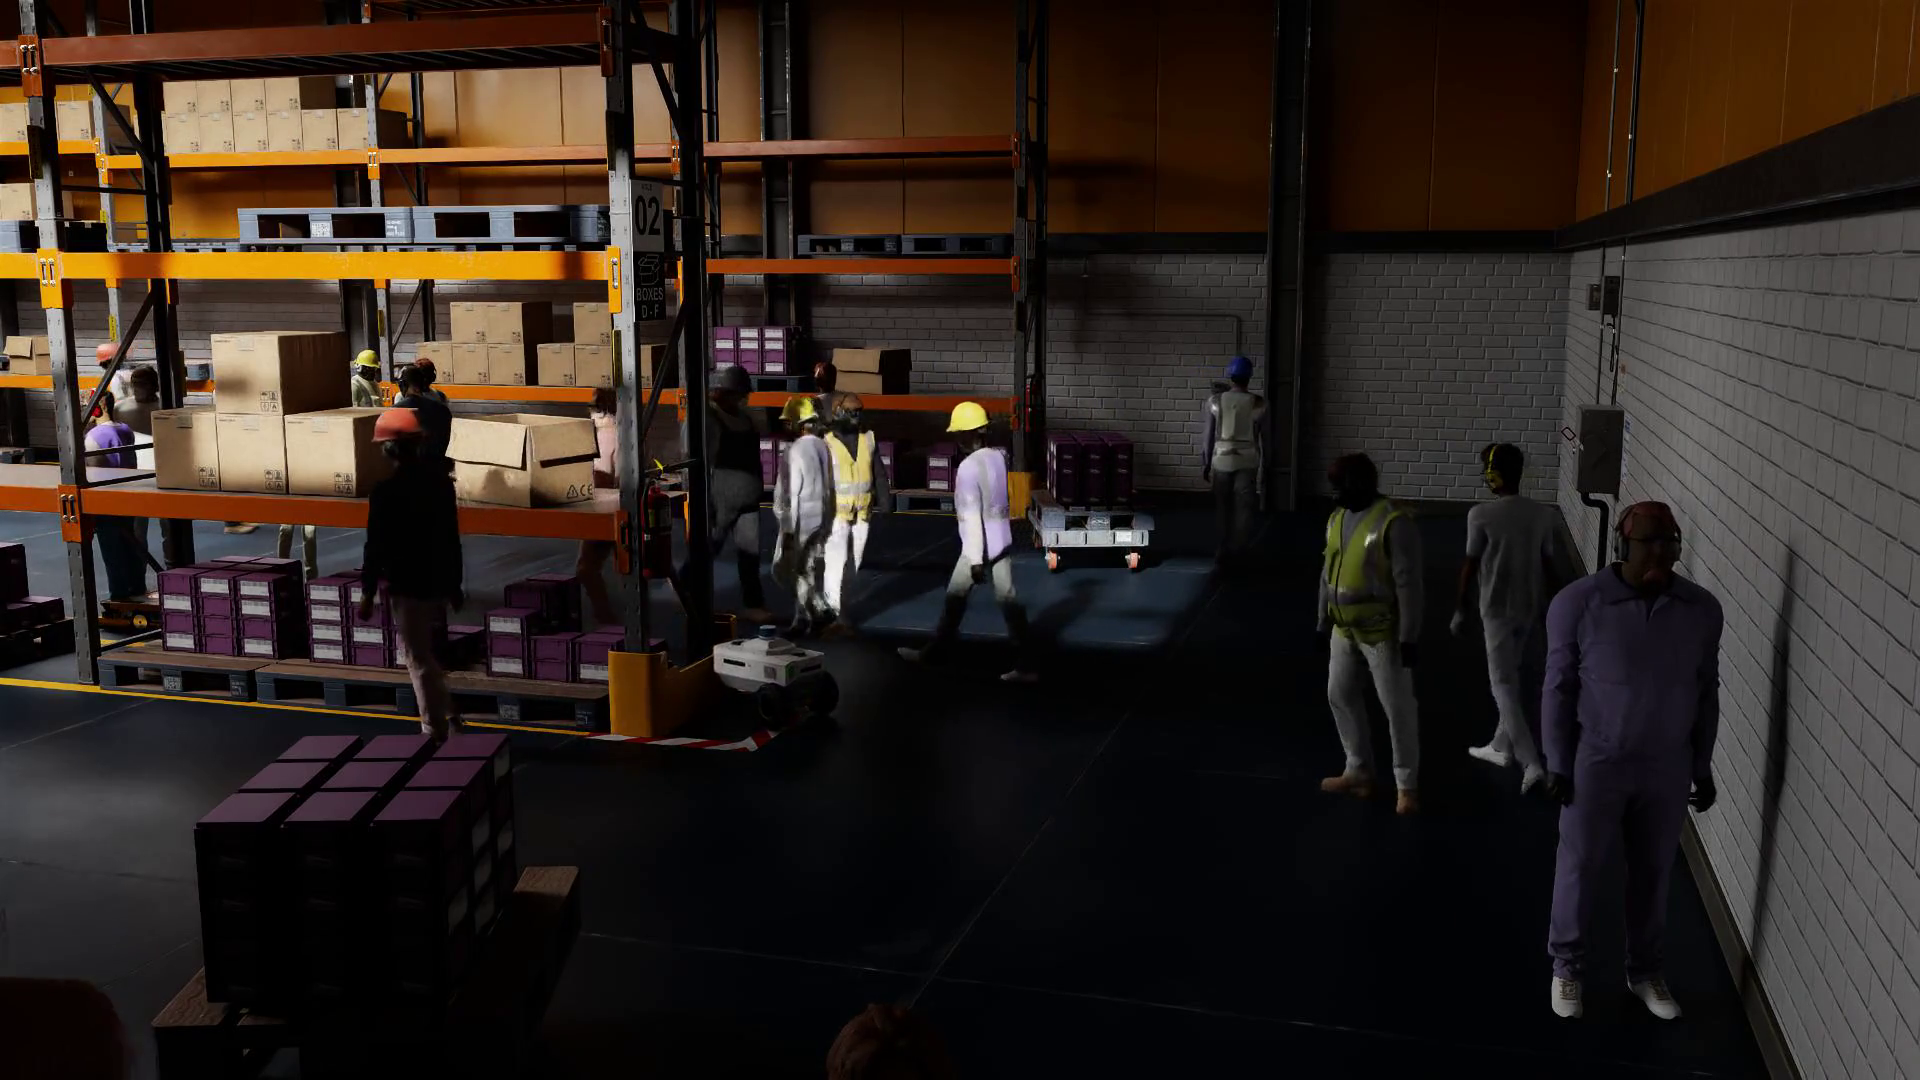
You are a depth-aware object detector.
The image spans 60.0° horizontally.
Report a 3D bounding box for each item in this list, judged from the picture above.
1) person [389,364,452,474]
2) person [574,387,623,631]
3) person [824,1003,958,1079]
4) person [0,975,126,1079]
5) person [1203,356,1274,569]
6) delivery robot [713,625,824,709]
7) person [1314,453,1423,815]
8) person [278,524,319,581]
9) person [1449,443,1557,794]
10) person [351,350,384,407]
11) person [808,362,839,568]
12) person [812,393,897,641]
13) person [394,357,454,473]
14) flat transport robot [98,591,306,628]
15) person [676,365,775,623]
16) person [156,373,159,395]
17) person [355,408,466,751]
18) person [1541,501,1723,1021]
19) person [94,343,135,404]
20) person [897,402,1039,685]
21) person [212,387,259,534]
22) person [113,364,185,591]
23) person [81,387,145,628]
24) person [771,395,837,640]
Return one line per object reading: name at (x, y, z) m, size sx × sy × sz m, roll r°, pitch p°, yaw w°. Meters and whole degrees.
person at (-4.538, -0.500, 13.923) m, size 0.372 × 1.940 × 0.632 m, roll 7°, pitch 12°, yaw 36°
person at (-2.519, -0.146, 11.920) m, size 0.576 × 1.886 × 0.673 m, roll 3°, pitch 10°, yaw 16°
person at (-0.110, 1.506, 2.611) m, size 0.500 × 1.636 × 0.280 m, roll -1°, pitch 9°, yaw -6°
person at (-1.578, 1.335, 2.604) m, size 0.553 × 1.978 × 0.649 m, roll 9°, pitch 13°, yaw 44°
person at (2.564, -0.718, 15.286) m, size 0.644 × 1.921 × 0.656 m, roll 3°, pitch 10°, yaw 15°
delivery robot at (-1.173, 0.763, 10.145) m, size 0.707 × 0.478 × 0.477 m, roll 7°, pitch 12°, yaw 36°
person at (2.093, 0.466, 8.464) m, size 0.463 × 1.805 × 0.687 m, roll -5°, pitch 10°, yaw -26°
person at (-5.501, -0.448, 13.863) m, size 0.328 × 1.856 × 0.519 m, roll 8°, pitch 12°, yaw 39°
person at (2.935, 0.401, 8.796) m, size 0.507 × 1.835 × 0.845 m, roll -3°, pitch 10°, yaw -20°
person at (-6.622, -1.211, 18.613) m, size 0.404 × 1.821 × 0.590 m, roll 1°, pitch 9°, yaw 5°
person at (-1.210, -0.684, 15.209) m, size 0.572 × 1.885 × 0.356 m, roll -9°, pitch 13°, yaw -43°
person at (-0.856, -0.195, 12.440) m, size 0.642 × 1.813 × 0.611 m, roll -8°, pitch 12°, yaw -39°
person at (-5.111, -0.797, 15.891) m, size 0.354 × 1.886 × 0.572 m, roll 7°, pitch 12°, yaw 36°
flat transport robot at (-5.764, 0.534, 12.692) m, size 1.431 × 0.197 × 0.652 m, roll 2°, pitch 10°, yaw 15°
person at (-1.867, -0.394, 12.964) m, size 0.903 × 2.000 × 0.685 m, roll 8°, pitch 12°, yaw 41°
person at (-8.976, -1.074, 18.497) m, size 0.876 × 1.583 × 0.529 m, roll -2°, pitch 9°, yaw -11°
person at (-3.029, 0.256, 9.210) m, size 0.439 × 1.972 × 0.625 m, roll 3°, pitch 10°, yaw 16°
person at (2.444, 0.804, 6.056) m, size 0.639 × 1.913 × 0.409 m, roll 0°, pitch 9°, yaw 1°
person at (-9.590, -1.350, 19.304) m, size 0.918 × 1.884 × 0.620 m, roll 0°, pitch 9°, yaw -1°
person at (0.088, 0.020, 10.977) m, size 1.028 × 1.856 × 0.627 m, roll 5°, pitch 11°, yaw 28°
person at (-7.493, -0.976, 17.144) m, size 0.358 × 1.839 × 0.510 m, roll -1°, pitch 9°, yaw -5°
person at (-6.790, -0.508, 13.983) m, size 0.629 × 1.937 × 0.379 m, roll -4°, pitch 10°, yaw -22°
person at (-6.445, -0.246, 12.693) m, size 0.378 × 1.836 × 0.561 m, roll 0°, pitch 9°, yaw -1°
person at (-1.141, -0.143, 12.118) m, size 0.433 × 1.818 × 0.612 m, roll 3°, pitch 10°, yaw 20°
